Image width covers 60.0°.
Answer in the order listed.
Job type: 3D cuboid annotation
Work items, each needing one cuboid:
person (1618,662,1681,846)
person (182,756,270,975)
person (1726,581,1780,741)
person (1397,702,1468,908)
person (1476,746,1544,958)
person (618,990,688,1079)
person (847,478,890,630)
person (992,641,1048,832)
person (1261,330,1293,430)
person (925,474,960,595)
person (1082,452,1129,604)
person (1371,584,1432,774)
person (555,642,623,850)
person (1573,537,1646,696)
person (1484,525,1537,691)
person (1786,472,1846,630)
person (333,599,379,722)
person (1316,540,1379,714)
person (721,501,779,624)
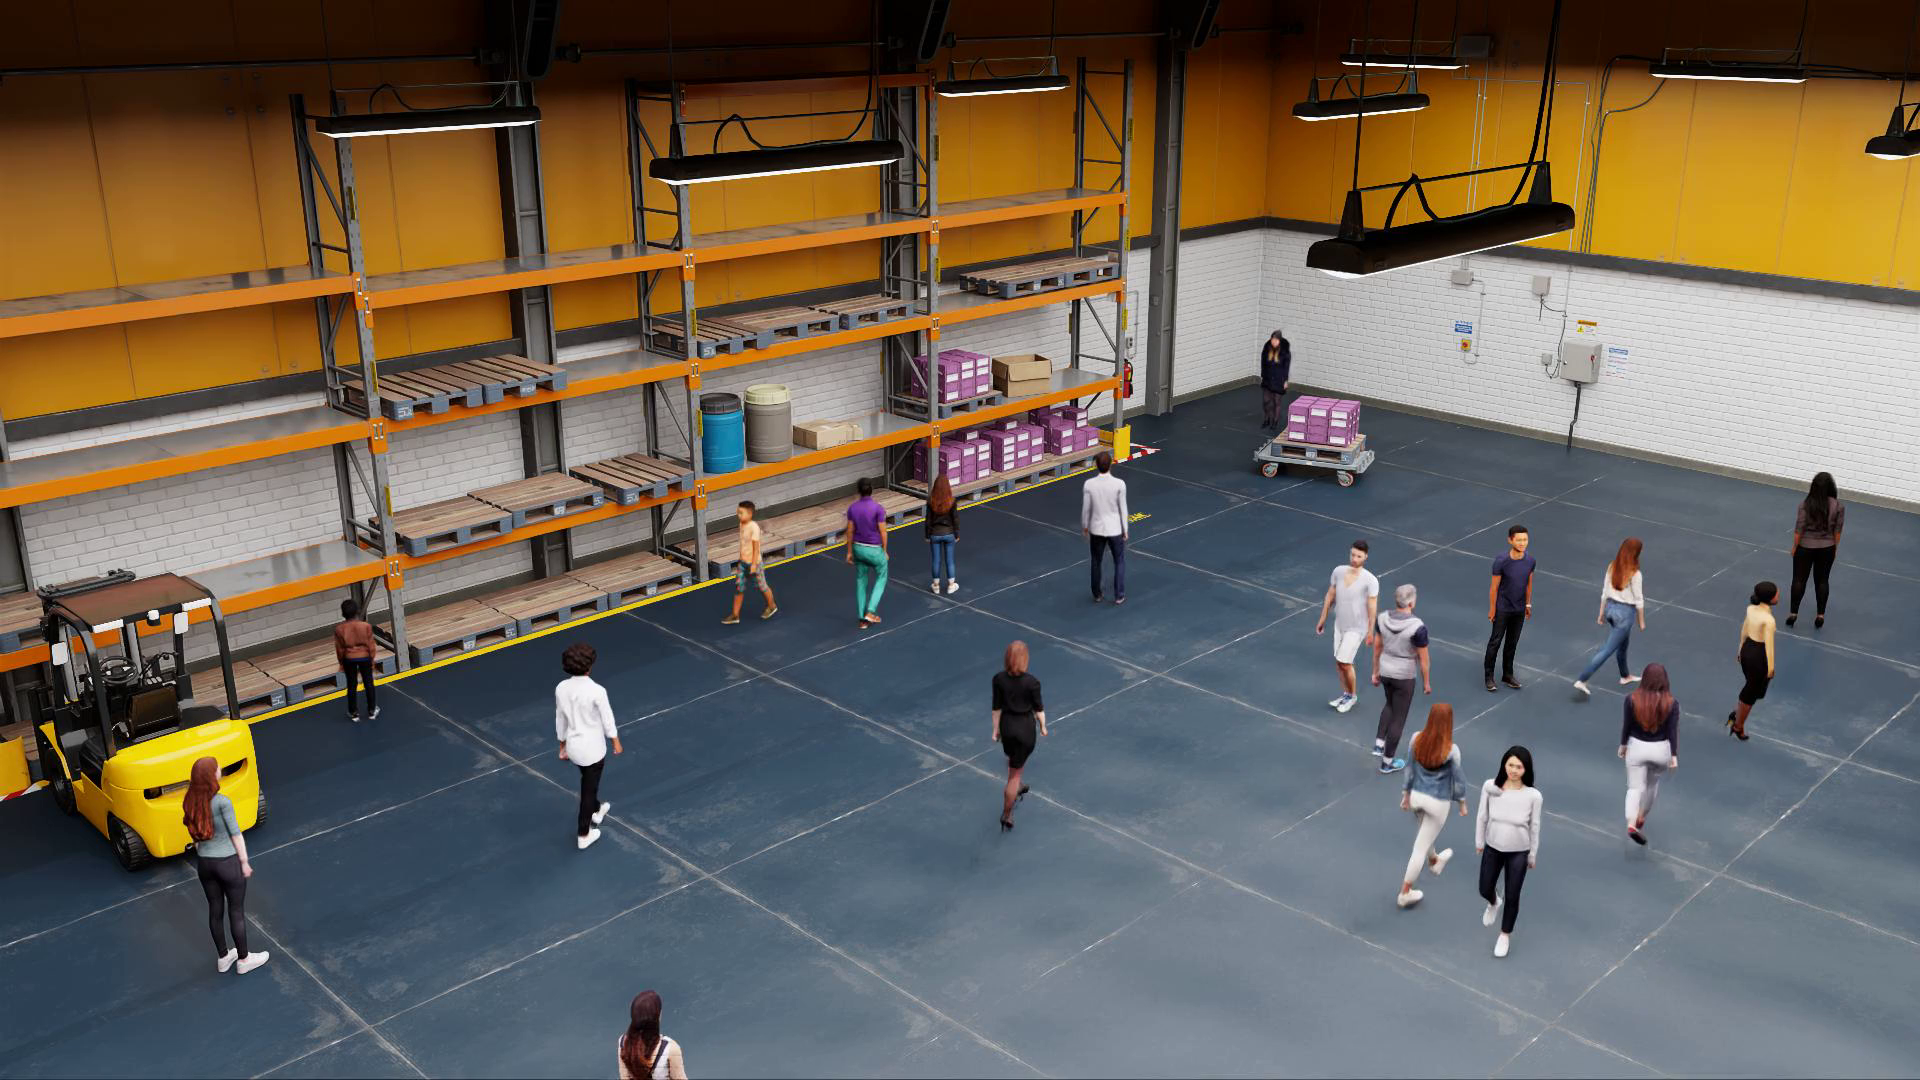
[{"bbox_3d":[5.873,1.860,14.206,0.913,1.572,1.110,7,20,21],"label":"person"},{"bbox_3d":[-5.476,2.406,12.318,0.667,1.743,0.689,5,19,15],"label":"person"},{"bbox_3d":[7.617,1.180,16.112,0.795,1.644,0.739,-1,19,-4],"label":"person"},{"bbox_3d":[3.680,2.139,13.232,1.089,1.665,0.722,-14,23,-36],"label":"person"},{"bbox_3d":[4.188,2.319,12.661,0.733,1.689,0.806,9,21,25],"label":"person"},{"bbox_3d":[-1.784,3.395,9.588,0.931,1.610,1.156,5,19,14],"label":"person"},{"bbox_3d":[-1.074,0.183,18.907,0.761,1.749,0.796,8,20,21],"label":"person"},{"bbox_3d":[0.463,1.733,14.431,0.819,1.669,1.083,9,21,25],"label":"person"},{"bbox_3d":[5.233,-2.651,27.453,0.758,1.666,0.764,8,20,23],"label":"person"},{"bbox_3d":[-0.217,-0.078,20.100,0.624,1.483,0.693,-1,19,-2],"label":"person"},{"bbox_3d":[1.711,-0.119,19.653,0.840,1.846,0.849,5,19,14],"label":"person"},{"bbox_3d":[4.008,1.310,15.467,0.700,1.810,0.747,-12,22,-32],"label":"person"},{"bbox_3d":[-3.217,1.774,14.128,0.844,1.784,1.010,8,20,22],"label":"person"},{"bbox_3d":[6.717,0.824,17.110,1.252,1.683,0.905,-8,20,-22],"label":"person"},{"bbox_3d":[5.726,0.688,17.339,0.654,1.793,0.779,-5,19,-13],"label":"person"},{"bbox_3d":[9.741,0.124,18.942,0.741,1.840,0.752,5,19,16],"label":"person"},{"bbox_3d":[-6.058,1.195,16.684,0.543,1.250,0.653,-6,19,-17],"label":"person"},{"bbox_3d":[4.015,0.848,16.802,0.744,1.833,0.791,-10,21,-27],"label":"person"},{"bbox_3d":[-2.358,0.252,19.201,0.582,1.432,0.976,16,24,39],"label":"person"}]
